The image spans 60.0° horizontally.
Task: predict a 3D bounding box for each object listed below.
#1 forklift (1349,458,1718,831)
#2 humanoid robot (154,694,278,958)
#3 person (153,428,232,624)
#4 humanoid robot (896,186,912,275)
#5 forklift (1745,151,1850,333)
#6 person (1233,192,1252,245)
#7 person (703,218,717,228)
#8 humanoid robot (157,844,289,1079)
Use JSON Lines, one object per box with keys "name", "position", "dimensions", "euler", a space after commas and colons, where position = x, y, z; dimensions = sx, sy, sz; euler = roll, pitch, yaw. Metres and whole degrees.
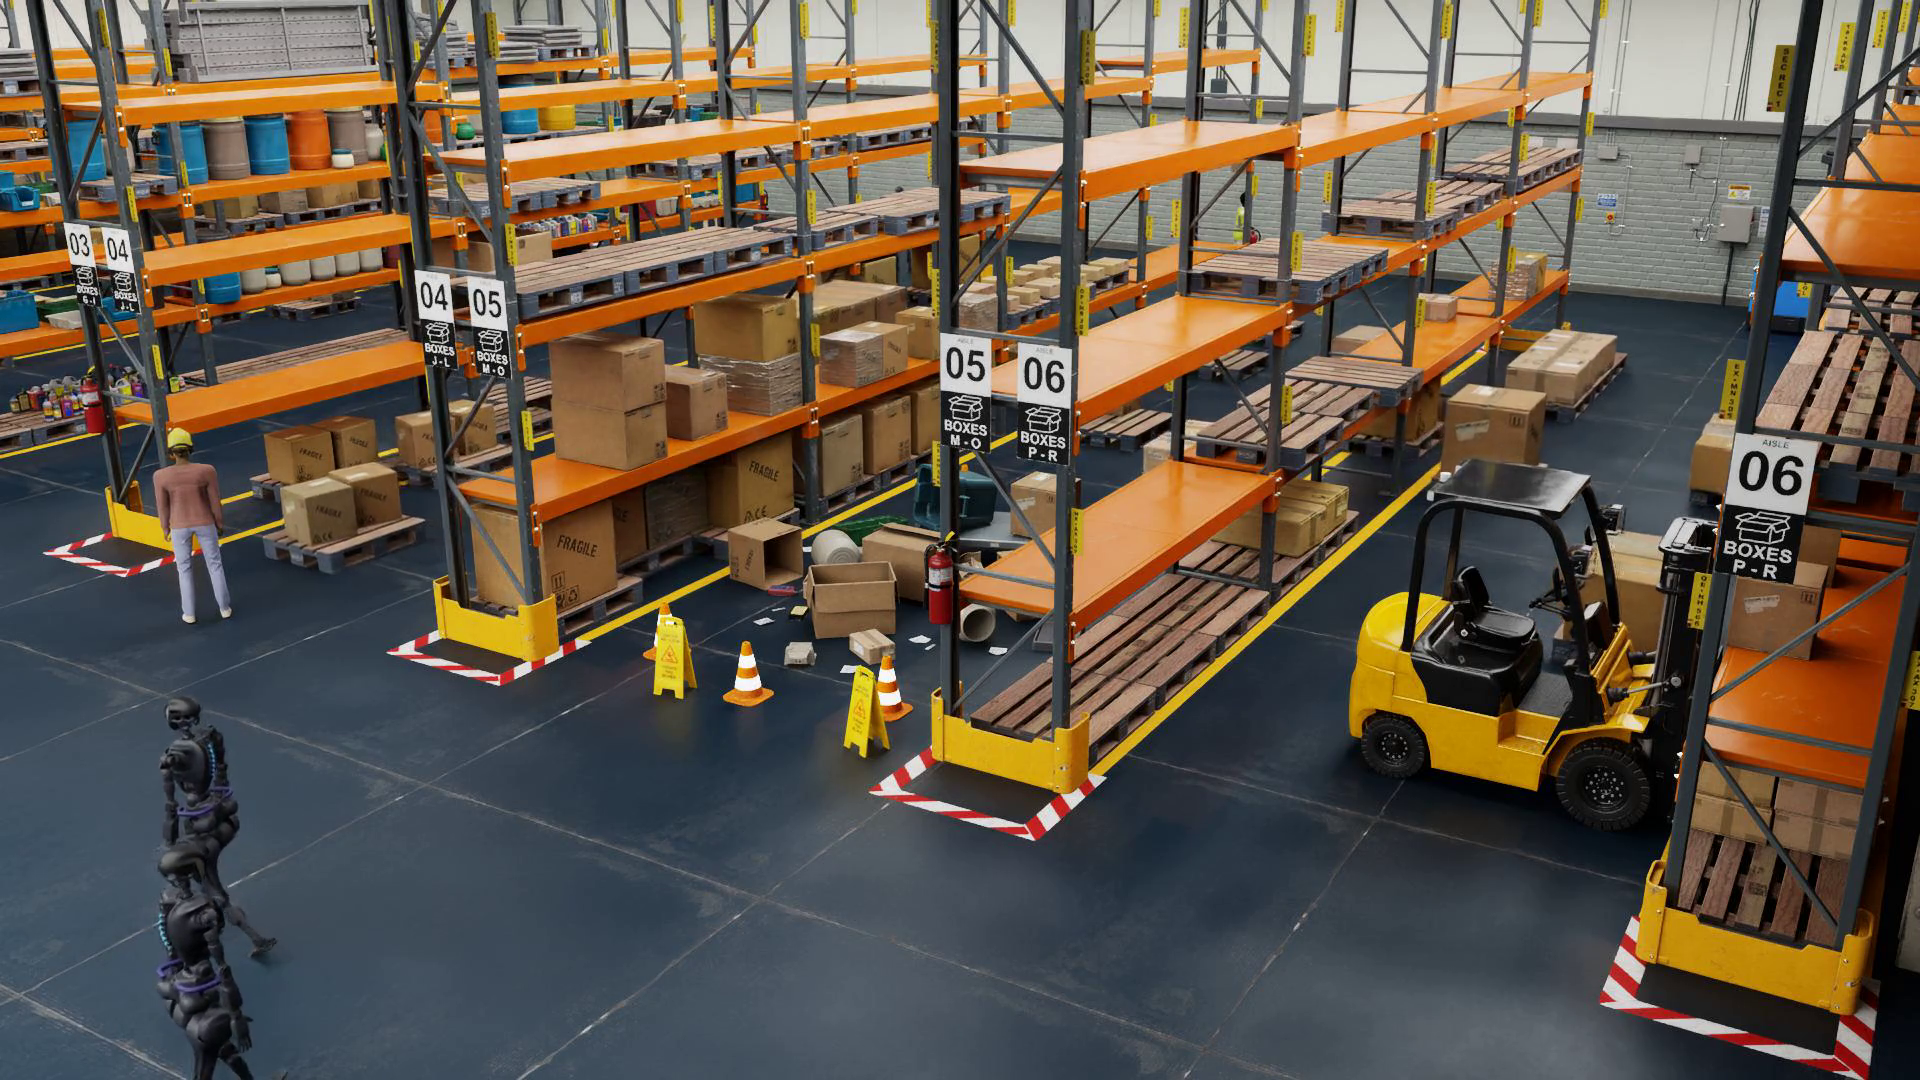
{"name": "forklift", "position": [3.988, 0.658, 11.776], "dimensions": [2.313, 2.155, 1.214], "euler": [11, 22, 29]}
{"name": "humanoid robot", "position": [-4.379, 1.670, 9.719], "dimensions": [0.734, 1.657, 0.599], "euler": [4, 19, 11]}
{"name": "person", "position": [-6.796, -0.130, 14.717], "dimensions": [0.519, 1.758, 0.339], "euler": [-9, 21, -25]}
{"name": "humanoid robot", "position": [-1.102, -5.855, 31.411], "dimensions": [0.609, 1.647, 0.400], "euler": [4, 19, 12]}
{"name": "forklift", "position": [13.620, -4.667, 26.137], "dimensions": [1.873, 2.768, 1.129], "euler": [11, 22, 29]}
{"name": "person", "position": [5.156, -5.507, 30.367], "dimensions": [0.320, 1.686, 0.537], "euler": [-1, 19, -2]}
{"name": "person", "position": [-5.240, -7.061, 34.861], "dimensions": [0.491, 1.688, 0.347], "euler": [-6, 20, -16]}
{"name": "humanoid robot", "position": [-3.663, 2.212, 8.110], "dimensions": [0.599, 1.631, 0.754], "euler": [14, 24, 36]}
